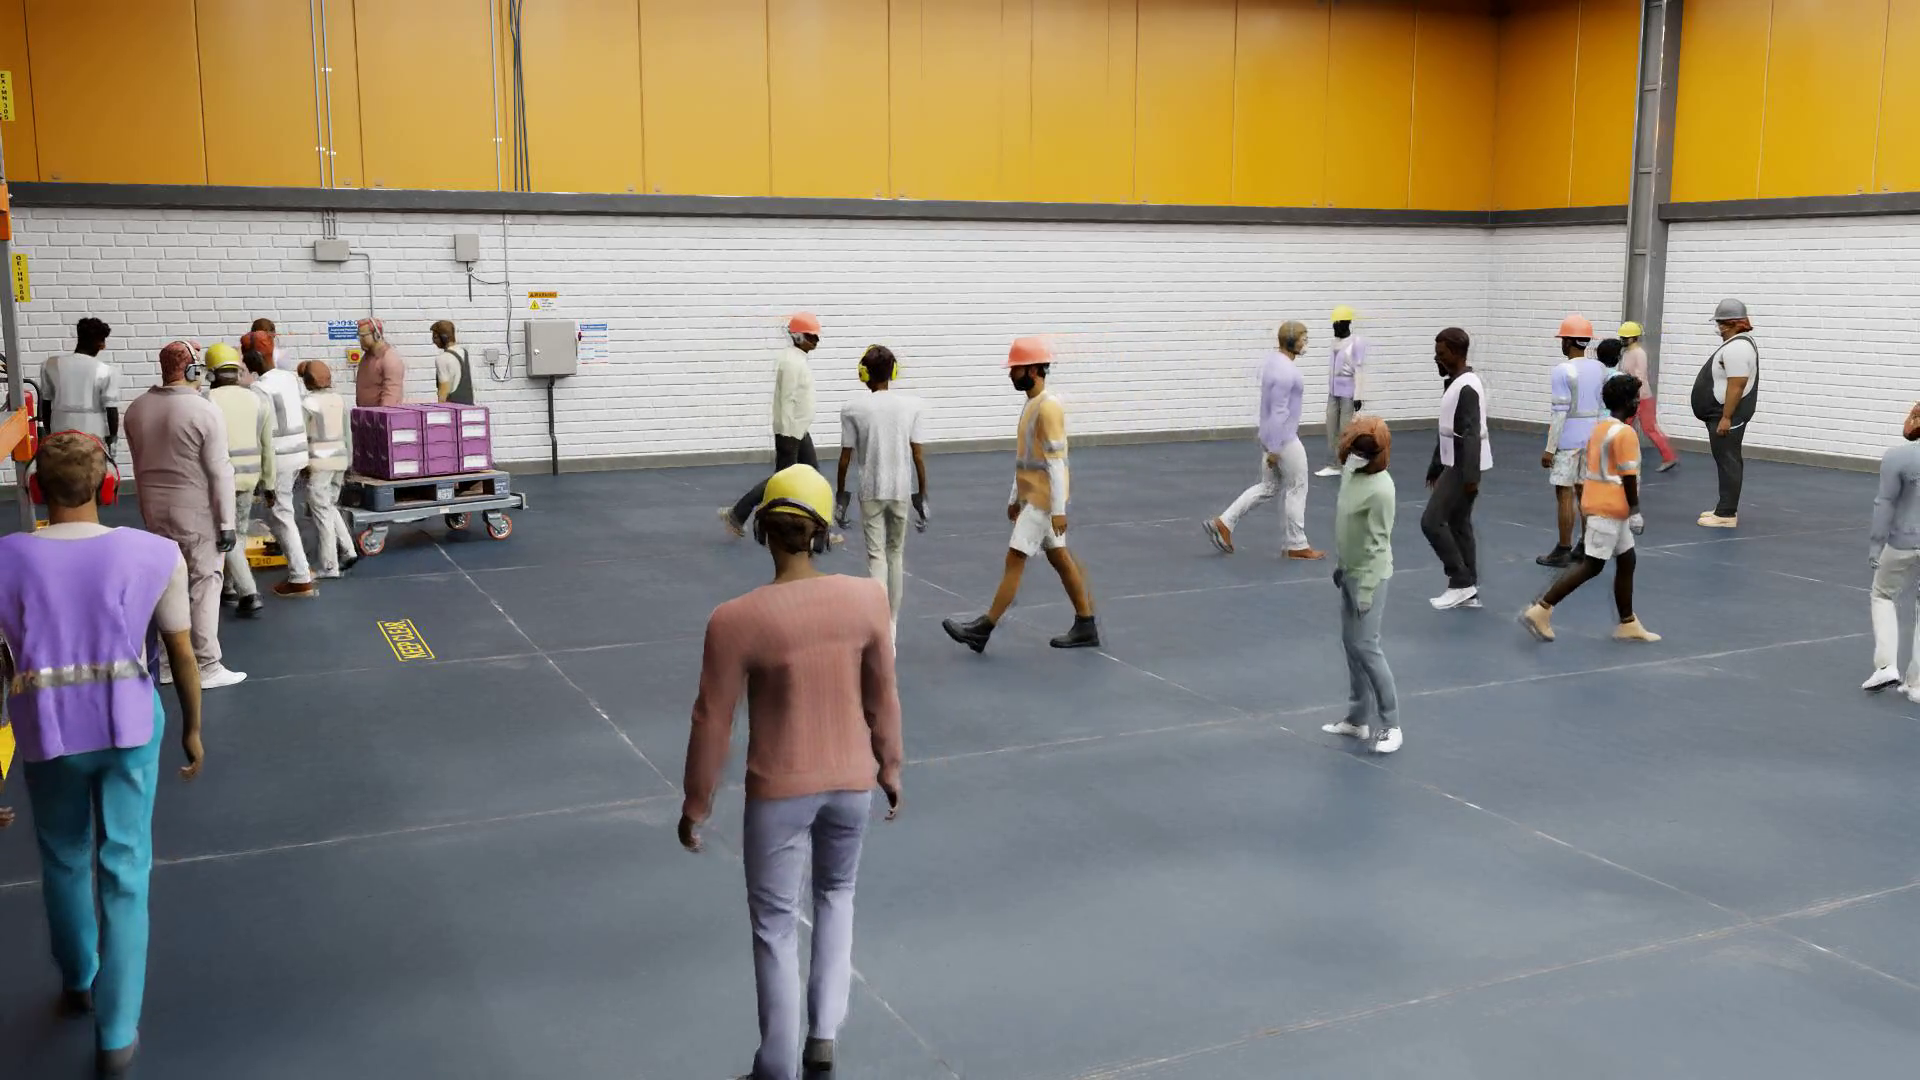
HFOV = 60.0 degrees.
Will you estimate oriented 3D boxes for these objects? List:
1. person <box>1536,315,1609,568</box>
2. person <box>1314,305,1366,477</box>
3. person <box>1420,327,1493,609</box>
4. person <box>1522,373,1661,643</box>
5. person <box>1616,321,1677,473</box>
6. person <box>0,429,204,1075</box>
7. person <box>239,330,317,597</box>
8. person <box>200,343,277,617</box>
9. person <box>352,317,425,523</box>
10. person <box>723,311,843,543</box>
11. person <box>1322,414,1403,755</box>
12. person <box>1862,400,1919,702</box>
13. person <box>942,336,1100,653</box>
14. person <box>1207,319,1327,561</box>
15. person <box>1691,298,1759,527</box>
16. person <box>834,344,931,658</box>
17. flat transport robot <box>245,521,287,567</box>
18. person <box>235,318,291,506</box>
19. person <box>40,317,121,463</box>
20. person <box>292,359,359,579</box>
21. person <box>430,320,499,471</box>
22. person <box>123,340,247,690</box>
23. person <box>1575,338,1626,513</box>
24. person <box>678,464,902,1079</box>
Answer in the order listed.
[{"bbox_3d":[4.687,-0.752,12.764,0.543,1.939,0.362,-5,10,-29],"label":"person"},{"bbox_3d":[4.296,-1.645,18.409,0.681,1.904,0.596,-4,10,-24],"label":"person"},{"bbox_3d":[3.330,-0.474,11.169,0.477,1.896,0.582,2,9,15],"label":"person"},{"bbox_3d":[3.857,-0.185,10.089,0.813,1.667,0.527,1,9,8],"label":"person"},{"bbox_3d":[7.664,-1.606,18.771,0.917,1.714,0.565,0,9,-2],"label":"person"},{"bbox_3d":[-2.550,0.576,4.909,0.581,1.804,0.885,-5,10,-26],"label":"person"},{"bbox_3d":[-4.733,-0.513,11.492,0.458,1.867,0.599,1,9,4],"label":"person"},{"bbox_3d":[-4.845,-0.401,11.001,0.805,1.802,0.595,6,11,34],"label":"person"},{"bbox_3d":[-5.241,-1.034,14.761,0.987,1.852,0.656,-9,12,-43],"label":"person"},{"bbox_3d":[-1.481,-0.924,13.804,0.913,1.959,0.629,1,9,4],"label":"person"},{"bbox_3d":[1.928,0.199,7.911,0.340,1.613,0.592,-1,9,-3],"label":"person"},{"bbox_3d":[5.081,0.047,8.814,0.518,1.612,0.403,1,9,9],"label":"person"},{"bbox_3d":[0.396,-0.258,9.880,1.003,1.875,0.562,-1,9,-5],"label":"person"},{"bbox_3d":[2.430,-0.778,13.046,0.852,1.910,0.634,0,9,1],"label":"person"},{"bbox_3d":[6.813,-1.140,14.859,0.537,2.000,0.688,5,10,29],"label":"person"},{"bbox_3d":[-0.492,-0.243,9.985,0.531,1.822,0.875,-3,10,-17],"label":"person"},{"bbox_3d":[-5.737,0.025,13.102,0.652,0.197,1.431,-6,11,-31],"label":"flat transport robot"},{"bbox_3d":[-6.752,-1.237,16.157,0.651,1.823,0.432,1,9,9],"label":"person"},{"bbox_3d":[-7.191,-0.872,13.612,0.639,1.908,0.785,-3,10,-20],"label":"person"},{"bbox_3d":[-4.702,-0.520,12.276,0.341,1.625,0.525,2,9,13],"label":"person"},{"bbox_3d":[-4.819,-1.234,16.180,0.726,1.811,0.564,3,10,18],"label":"person"},{"bbox_3d":[-4.199,-0.133,9.073,0.635,1.900,0.399,3,10,17],"label":"person"},{"bbox_3d":[5.782,-0.998,15.112,0.562,1.674,0.530,-6,11,-33],"label":"person"},{"bbox_3d":[-0.454,0.672,4.508,0.615,1.746,0.362,-5,11,-30],"label":"person"}]
